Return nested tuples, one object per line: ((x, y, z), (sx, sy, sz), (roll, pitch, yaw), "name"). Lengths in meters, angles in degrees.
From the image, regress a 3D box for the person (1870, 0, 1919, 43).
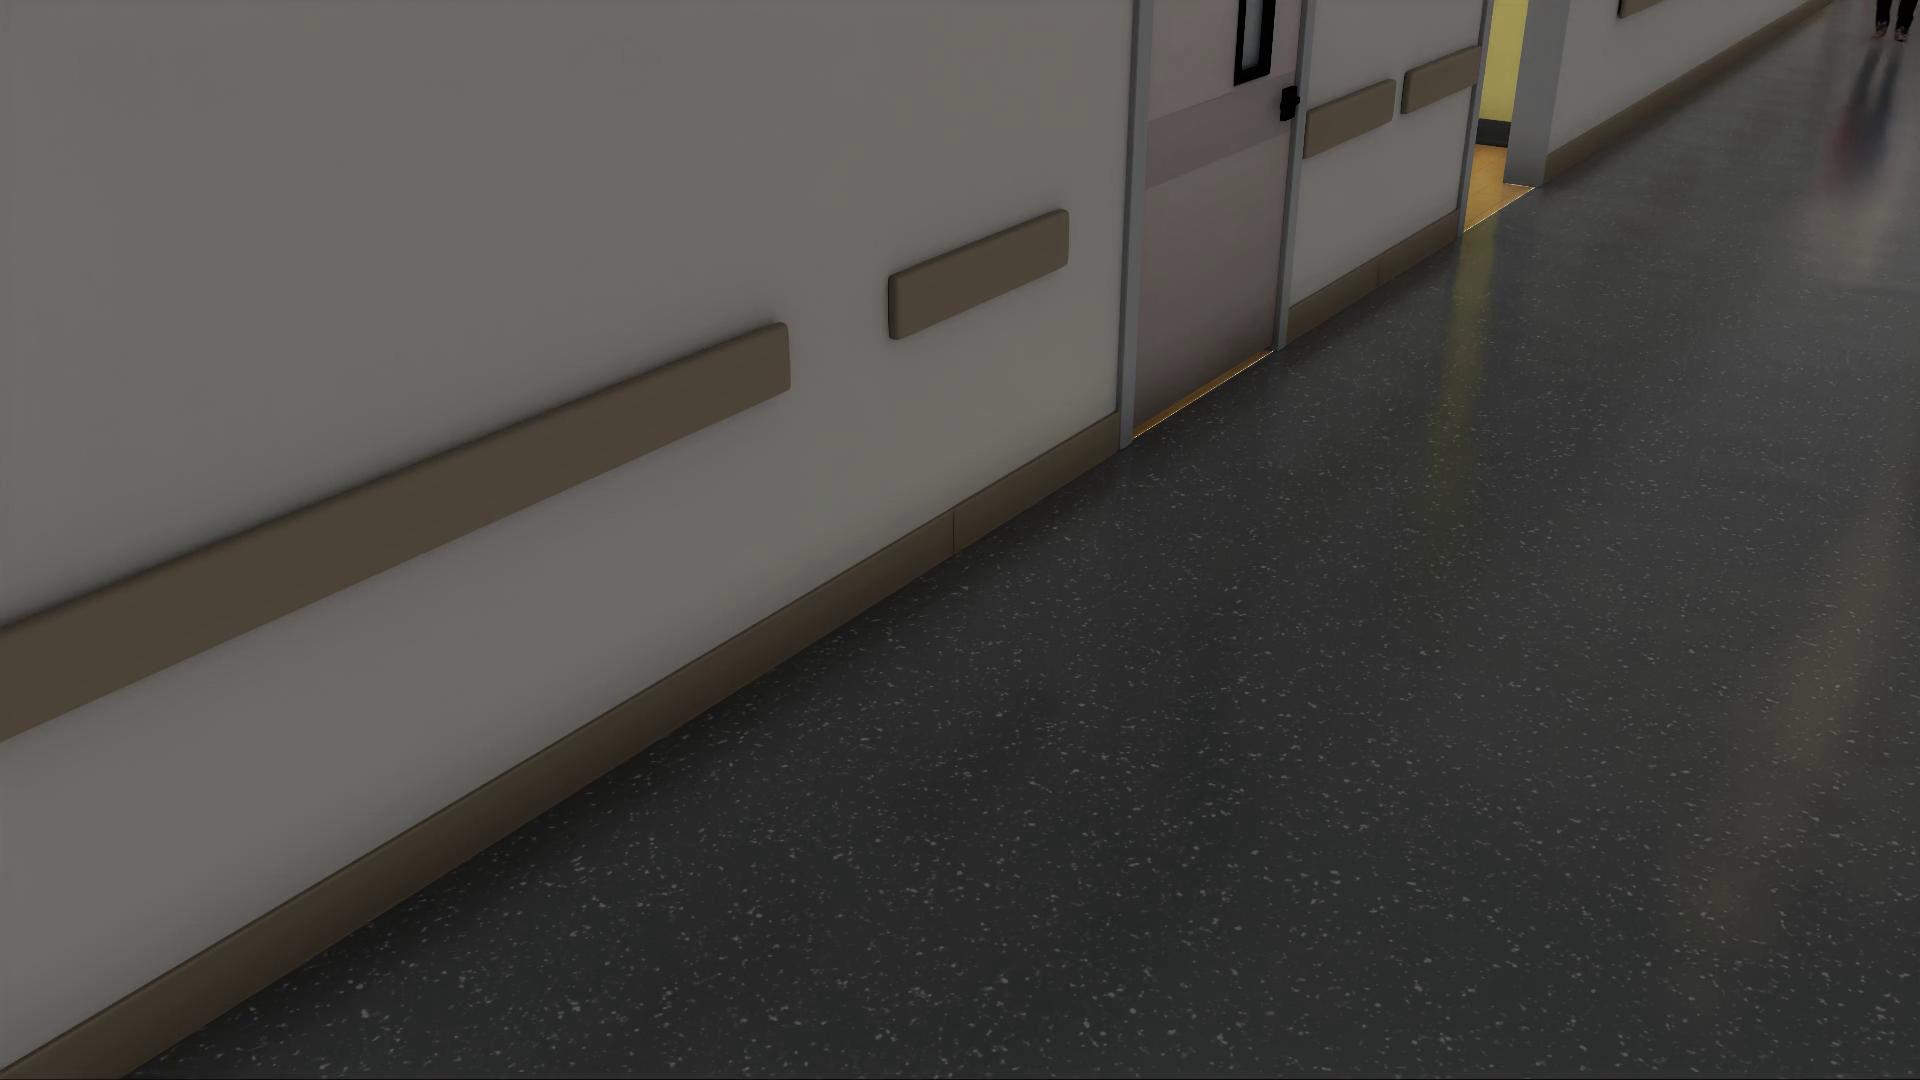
((8.007, -5.115, 14.051), (0.900, 1.729, 0.755), (15, 30, 29), "person")
